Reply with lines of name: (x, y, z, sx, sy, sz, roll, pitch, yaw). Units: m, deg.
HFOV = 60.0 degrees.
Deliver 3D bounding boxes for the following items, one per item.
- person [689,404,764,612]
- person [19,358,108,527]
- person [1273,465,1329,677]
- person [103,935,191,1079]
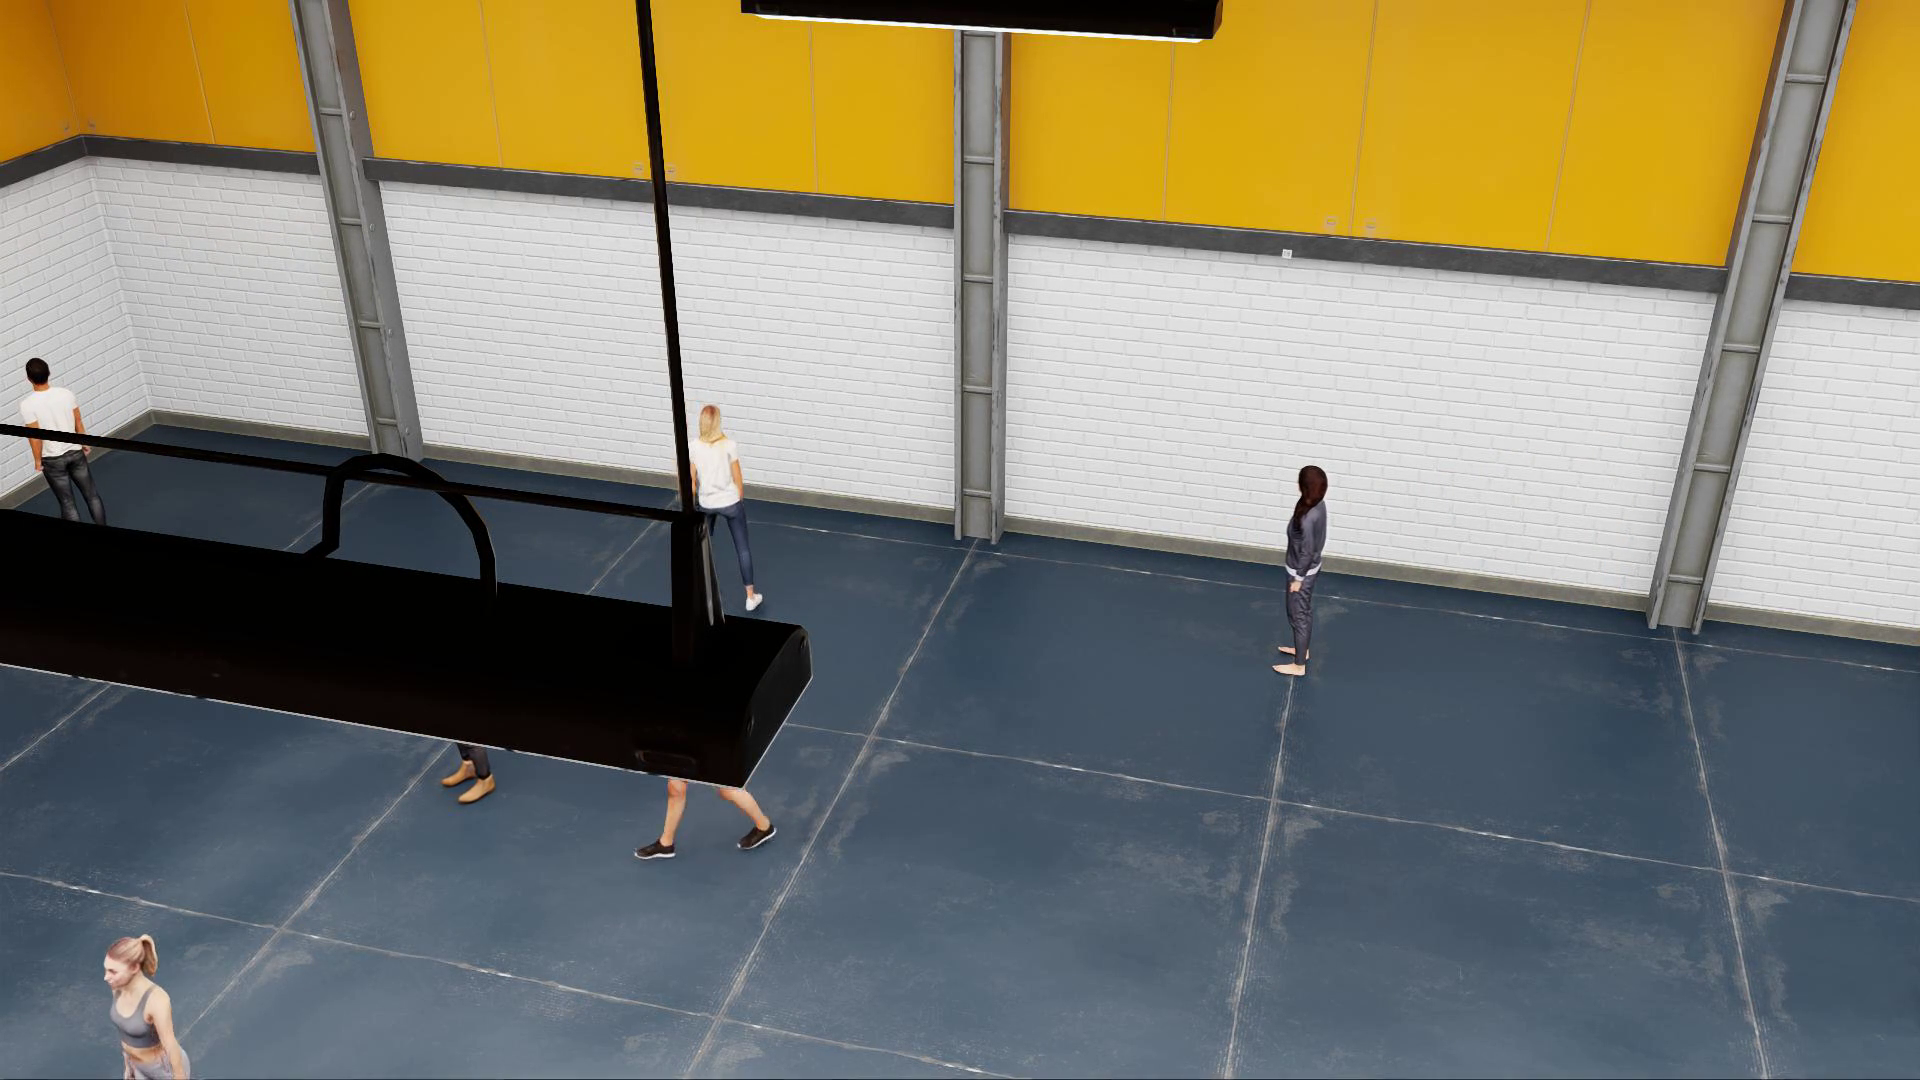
person: (-2.032, -0.280, 13.846, 0.644, 1.796, 0.870, 3, 29, 6)
person: (-7.957, -0.762, 14.734, 0.670, 1.803, 0.708, 19, 34, 31)
person: (2.677, 0.224, 12.952, 0.524, 1.768, 0.627, 9, 30, 17)
person: (-4.034, 2.679, 8.533, 0.832, 1.690, 0.777, 17, 33, 29)
